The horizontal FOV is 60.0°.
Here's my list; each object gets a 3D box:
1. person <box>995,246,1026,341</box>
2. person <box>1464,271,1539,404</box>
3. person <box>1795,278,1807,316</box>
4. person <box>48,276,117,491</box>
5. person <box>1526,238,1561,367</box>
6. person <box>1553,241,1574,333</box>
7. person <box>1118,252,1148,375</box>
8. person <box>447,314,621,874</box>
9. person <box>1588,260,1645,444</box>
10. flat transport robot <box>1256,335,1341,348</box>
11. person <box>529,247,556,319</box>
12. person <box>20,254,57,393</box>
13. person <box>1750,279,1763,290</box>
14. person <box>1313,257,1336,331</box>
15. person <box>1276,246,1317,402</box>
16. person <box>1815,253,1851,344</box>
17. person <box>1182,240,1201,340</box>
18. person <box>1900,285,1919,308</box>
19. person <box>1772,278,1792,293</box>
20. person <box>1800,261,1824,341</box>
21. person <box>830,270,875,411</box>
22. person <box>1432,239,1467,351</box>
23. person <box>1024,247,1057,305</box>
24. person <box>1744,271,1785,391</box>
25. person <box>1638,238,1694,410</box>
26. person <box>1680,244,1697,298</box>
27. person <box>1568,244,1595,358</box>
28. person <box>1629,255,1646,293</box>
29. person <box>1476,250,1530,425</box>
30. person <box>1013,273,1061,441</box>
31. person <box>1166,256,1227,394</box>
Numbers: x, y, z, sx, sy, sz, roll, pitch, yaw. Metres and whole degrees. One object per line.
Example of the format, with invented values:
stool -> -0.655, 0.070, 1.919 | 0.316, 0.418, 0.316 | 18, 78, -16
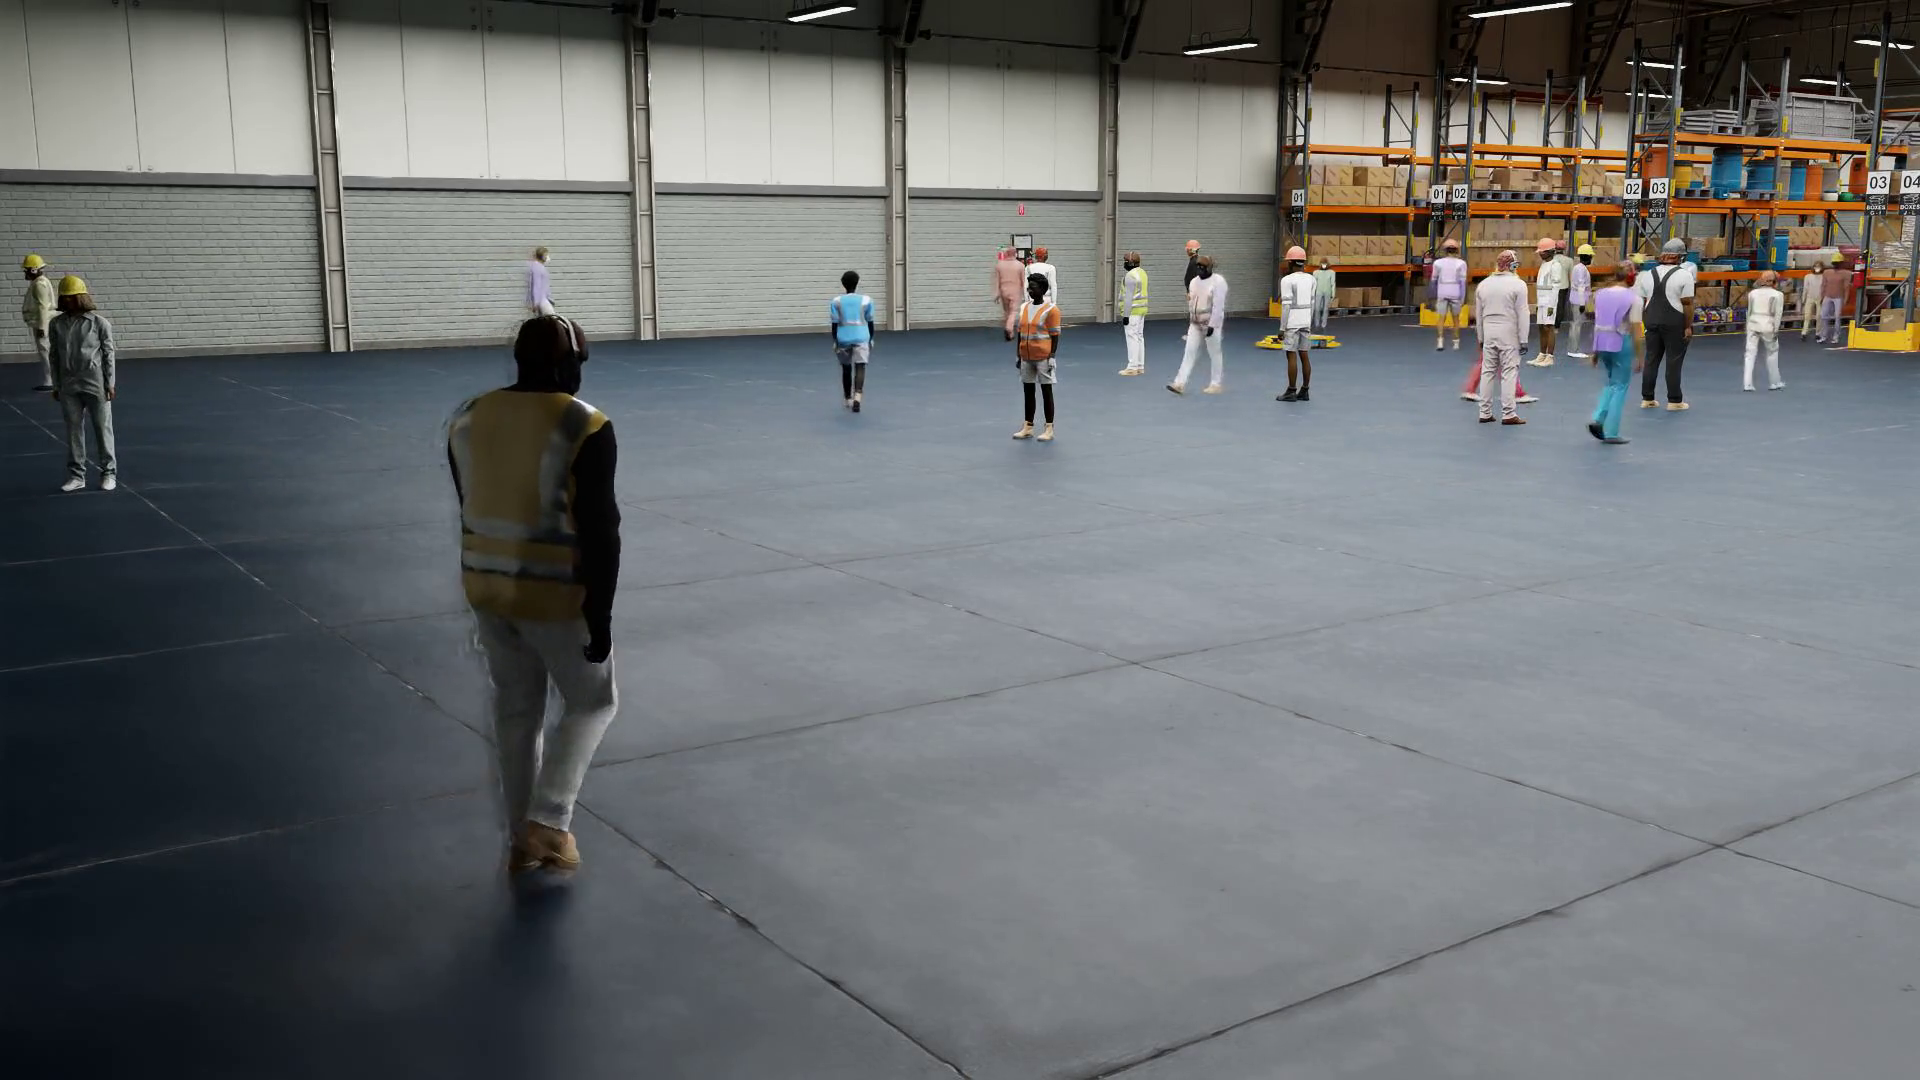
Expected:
person -> 1.004, -4.891, 33.045 | 0.655, 1.879, 0.867 | 5, 11, 23
person -> 6.719, -2.551, 20.620 | 0.904, 1.714, 0.540 | 4, 11, 19
person -> 20.737, -6.192, 40.843 | 0.337, 1.630, 0.511 | -6, 12, -29
person -> -7.115, -1.261, 13.489 | 0.492, 1.742, 0.324 | -1, 10, -7
person -> 9.269, -3.753, 26.352 | 0.386, 2.034, 0.604 | 0, 10, -2
person -> 12.941, -5.452, 35.903 | 0.618, 1.952, 0.883 | 6, 12, 29
person -> 2.577, -3.375, 24.846 | 0.430, 1.836, 0.627 | 5, 11, 25
person -> -1.341, 0.193, 5.339 | 0.633, 1.816, 0.444 | 4, 11, 21
person -> 6.528, -1.857, 16.507 | 0.449, 1.828, 0.601 | -4, 11, -22
flat transport robot -> 6.274, -3.690, 30.839 | 1.431, 0.197, 0.652 | -4, 11, -21
person -> -7.246, -4.154, 28.976 | 1.037, 1.885, 0.638 | -3, 11, -15
person -> -12.208, -2.871, 22.070 | 0.404, 1.830, 0.600 | -5, 11, -25
person -> 20.510, -6.641, 42.619 | 0.316, 1.874, 0.532 | -7, 13, -35
person -> 7.904, -5.319, 36.115 | 0.502, 1.607, 0.724 | 1, 10, 8
person -> 4.193, -2.699, 20.832 | 0.545, 1.939, 0.374 | -7, 12, -32
person -> 16.816, -4.643, 32.019 | 0.681, 1.739, 0.552 | -9, 14, -41
person -> 4.650, -4.986, 33.215 | 0.376, 1.995, 0.611 | 1, 10, 5
person -> 19.216, -4.984, 33.394 | 0.625, 1.934, 0.364 | 5, 11, 25
person -> 21.858, -6.965, 44.287 | 0.414, 1.920, 0.553 | -9, 14, -41
person -> 16.983, -4.740, 33.002 | 0.505, 1.578, 0.857 | 8, 13, 37
person -> -1.278, -2.374, 19.809 | 0.529, 1.665, 0.830 | 0, 10, 0
person -> 8.826, -4.414, 30.083 | 0.631, 2.009, 0.675 | 5, 11, 26
person -> 1.396, -4.120, 28.774 | 0.583, 1.881, 0.337 | 4, 11, 22
person -> 10.794, -2.791, 22.264 | 0.793, 1.600, 0.520 | -7, 13, -35
person -> 8.489, -2.579, 19.896 | 0.537, 2.000, 0.682 | -7, 13, -34
person -> 12.949, -4.403, 30.140 | 0.611, 1.943, 0.705 | 10, 14, 44
person -> 10.627, -4.085, 28.465 | 0.368, 1.928, 0.585 | 2, 11, 13
person -> 12.800, -4.521, 31.443 | 0.541, 1.717, 0.923 | 1, 10, 4
person -> 5.991, -2.225, 18.321 | 0.410, 1.909, 0.643 | -8, 13, -37
person -> 0.778, -1.849, 16.840 | 0.535, 1.697, 0.318 | 9, 14, 40
person -> 3.118, -2.780, 21.633 | 0.869, 1.804, 0.629 | -10, 14, -42
